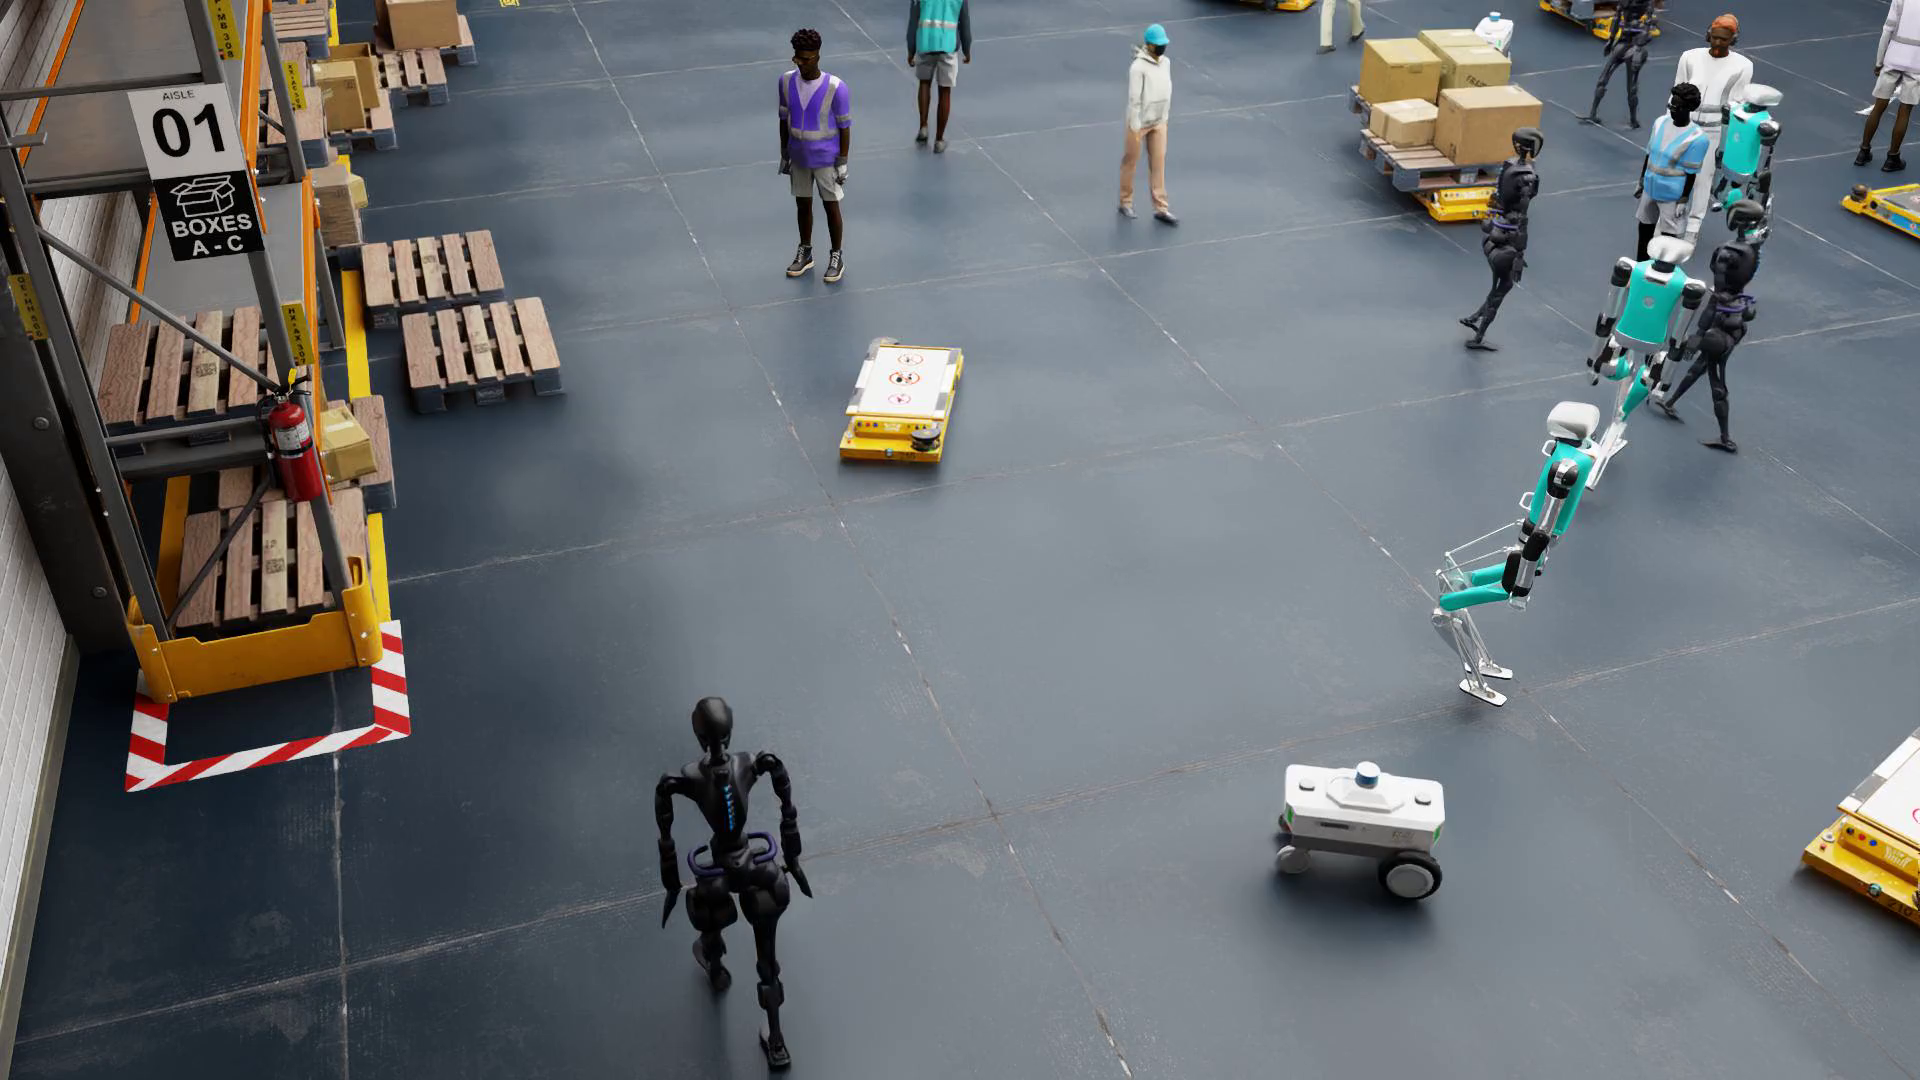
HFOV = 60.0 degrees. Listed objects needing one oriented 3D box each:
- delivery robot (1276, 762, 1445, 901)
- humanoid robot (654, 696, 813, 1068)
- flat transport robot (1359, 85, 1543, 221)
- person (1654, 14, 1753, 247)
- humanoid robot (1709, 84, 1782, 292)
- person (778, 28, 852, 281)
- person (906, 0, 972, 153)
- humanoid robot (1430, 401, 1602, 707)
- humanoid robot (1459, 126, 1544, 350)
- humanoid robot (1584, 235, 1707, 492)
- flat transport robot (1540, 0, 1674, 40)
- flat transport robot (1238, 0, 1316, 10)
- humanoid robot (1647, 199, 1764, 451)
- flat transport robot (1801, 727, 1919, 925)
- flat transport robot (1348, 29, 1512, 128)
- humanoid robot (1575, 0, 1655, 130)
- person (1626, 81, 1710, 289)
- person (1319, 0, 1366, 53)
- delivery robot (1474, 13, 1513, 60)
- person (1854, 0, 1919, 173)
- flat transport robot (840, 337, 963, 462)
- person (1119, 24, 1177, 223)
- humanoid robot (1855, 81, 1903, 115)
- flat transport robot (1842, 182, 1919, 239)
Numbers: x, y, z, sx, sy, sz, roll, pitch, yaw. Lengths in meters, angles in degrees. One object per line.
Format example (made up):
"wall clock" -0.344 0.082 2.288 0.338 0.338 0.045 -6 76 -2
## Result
"delivery robot" 1.840 1.271 7.629 0.759 0.575 0.499 6 34 9
"humanoid robot" -0.904 1.310 6.586 0.610 1.619 0.728 -12 35 -17
"flat transport robot" 4.274 -3.190 14.750 0.659 0.231 1.431 -5 33 -8
"person" 5.982 -3.305 13.456 0.574 1.880 0.353 21 39 29
"humanoid robot" 5.951 -2.523 12.436 0.804 1.832 0.551 -10 34 -15
"person" -1.132 -2.968 12.860 0.609 1.965 0.364 12 35 18
"person" -0.193 -4.539 15.313 0.579 1.917 0.514 4 33 7
"humanoid robot" 2.695 0.032 8.343 0.735 1.677 0.533 17 37 24
"humanoid robot" 3.872 -2.128 11.825 0.362 1.646 0.584 0 33 0
"humanoid robot" 4.191 -1.113 10.232 0.571 1.727 1.048 21 38 28
"flat transport robot" 7.362 -6.057 19.148 0.659 0.231 1.431 -8 34 -12
"flat transport robot" 3.547 -6.613 20.001 1.431 0.231 0.659 17 37 24
"humanoid robot" 4.878 -1.410 10.752 0.725 1.635 0.599 28 42 35
"flat transport robot" 4.649 1.302 7.862 1.431 0.231 0.659 -26 41 -33
"flat transport robot" 4.388 -3.850 15.764 0.659 0.231 1.431 -3 33 -5
"humanoid robot" 6.371 -4.733 15.854 0.601 1.648 0.600 -6 34 -9
"person" 5.329 -2.632 12.592 0.319 1.690 0.528 -12 35 -18
"person" 4.223 -6.252 18.055 0.636 1.782 0.945 21 39 29
"delivery robot" 5.648 -5.296 17.732 0.499 0.608 0.797 15 36 21
"person" 8.488 -4.269 14.880 0.354 1.936 0.550 -27 42 -35
"flat transport robot" -0.379 -0.970 11.346 0.659 0.231 1.431 4 33 5
"person" 1.604 -3.464 13.913 0.472 1.662 0.554 -19 38 -26
"humanoid robot" 9.451 -4.921 16.096 0.989 1.774 0.530 5 33 7
"flat transport robot" 8.220 -2.675 13.962 0.659 0.231 1.431 -11 35 -16
